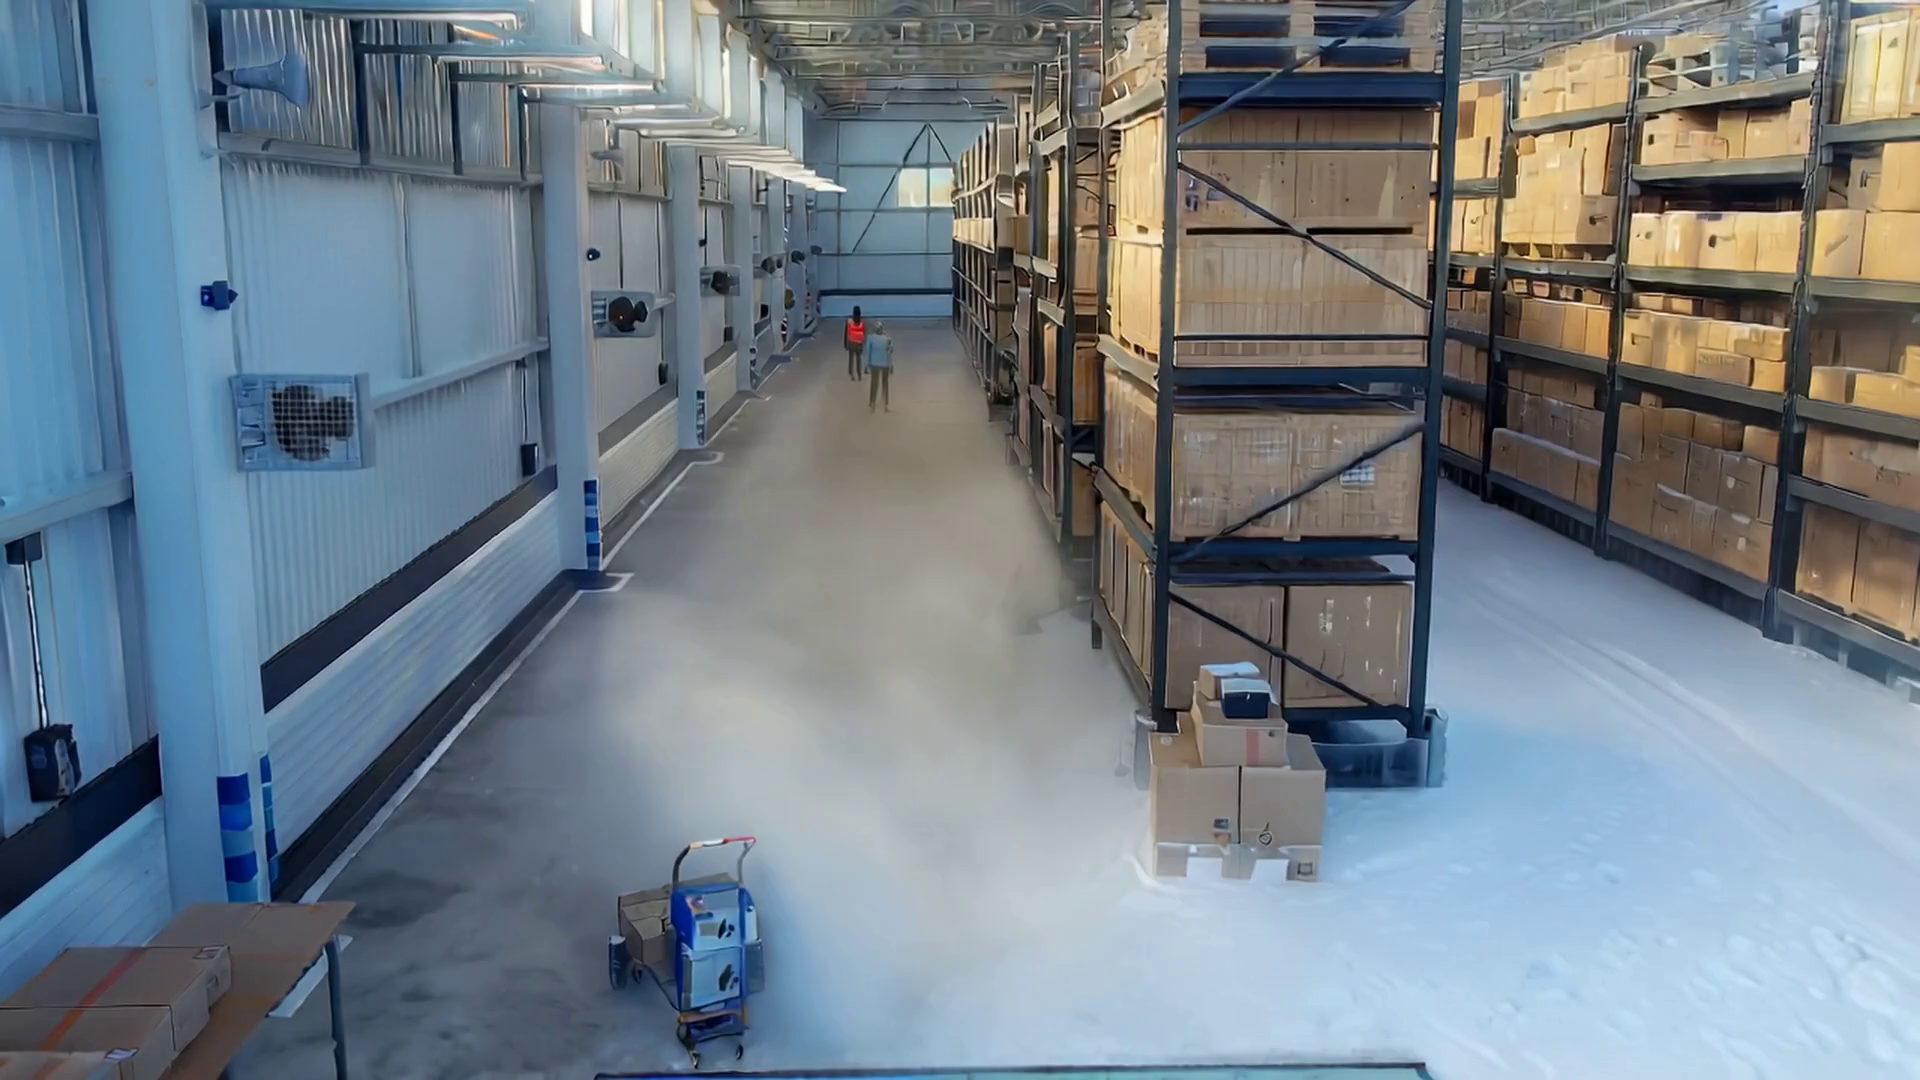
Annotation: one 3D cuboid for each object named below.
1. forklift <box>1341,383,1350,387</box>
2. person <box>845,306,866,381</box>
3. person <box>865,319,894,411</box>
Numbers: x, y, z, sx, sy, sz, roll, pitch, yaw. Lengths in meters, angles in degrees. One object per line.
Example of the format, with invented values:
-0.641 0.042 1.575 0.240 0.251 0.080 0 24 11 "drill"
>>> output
4.687 -1.391 21.088 1.873 2.768 1.129 0 11 -2 "forklift"
-2.679 -5.033 42.579 0.589 1.911 0.387 -7 13 -33 "person"
-1.728 -3.745 35.673 0.618 1.986 0.410 -2 11 -11 "person"
